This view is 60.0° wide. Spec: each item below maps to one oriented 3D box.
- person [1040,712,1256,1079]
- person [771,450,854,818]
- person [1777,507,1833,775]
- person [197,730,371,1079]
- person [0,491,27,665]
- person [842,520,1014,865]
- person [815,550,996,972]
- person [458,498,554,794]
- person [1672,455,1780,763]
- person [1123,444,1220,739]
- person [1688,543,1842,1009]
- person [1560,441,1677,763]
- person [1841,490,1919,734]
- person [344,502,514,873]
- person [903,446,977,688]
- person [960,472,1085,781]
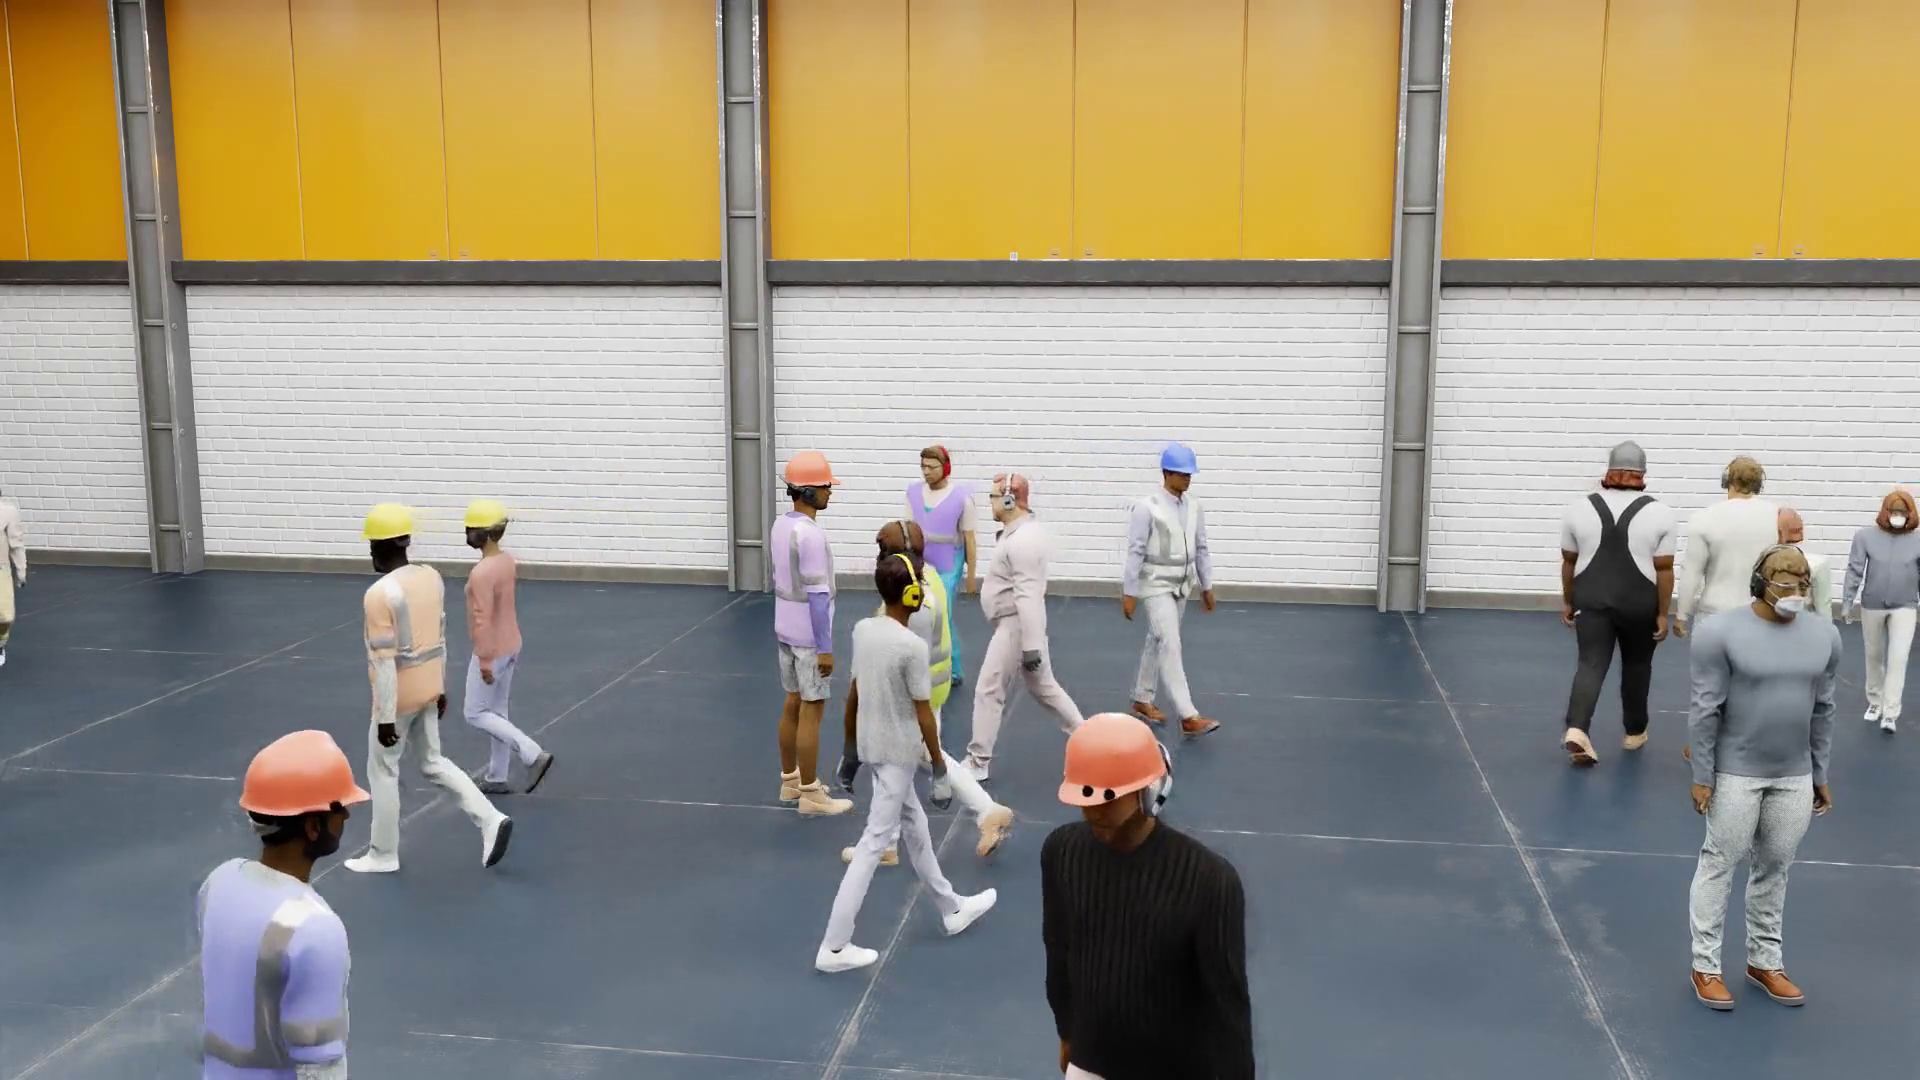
[{"bbox_3d":[0.460,1.381,4.336,0.667,1.916,1.112,6,11,32],"label":"person"},{"bbox_3d":[-0.839,0.520,9.282,0.377,2.045,0.605,-5,10,-26],"label":"person"},{"bbox_3d":[5.015,0.621,10.006,0.375,1.606,0.620,-7,12,-38],"label":"person"},{"bbox_3d":[-1.715,1.428,4.047,0.572,1.924,0.651,7,11,36],"label":"person"},{"bbox_3d":[-7.196,0.251,12.283,0.508,1.617,0.632,-7,12,-38],"label":"person"},{"bbox_3d":[-0.171,0.782,8.379,0.813,1.815,0.638,1,9,5],"label":"person"},{"bbox_3d":[-0.241,0.950,7.306,0.995,1.819,0.554,-6,11,-33],"label":"person"},{"bbox_3d":[-2.614,0.630,9.505,0.505,1.753,0.530,1,9,7],"label":"person"},{"bbox_3d":[4.696,0.444,10.135,0.661,1.921,0.436,0,9,2],"label":"person"},{"bbox_3d":[1.439,0.329,10.872,0.646,1.900,0.965,-8,12,-41],"label":"person"},{"bbox_3d":[3.305,0.966,6.859,0.630,1.938,0.372,-1,9,-6],"label":"person"},{"bbox_3d":[4.057,0.352,10.324,0.685,2.000,0.977,6,11,33],"label":"person"},{"bbox_3d":[6.097,0.475,10.944,0.521,1.590,0.848,6,11,33],"label":"person"},{"bbox_3d":[-2.695,0.756,8.282,0.811,1.904,0.596,2,10,14],"label":"person"},{"bbox_3d":[-0.226,0.241,11.753,0.594,1.804,0.911,8,12,41],"label":"person"},{"bbox_3d":[0.404,0.520,9.864,0.985,1.864,0.644,1,9,5],"label":"person"}]
